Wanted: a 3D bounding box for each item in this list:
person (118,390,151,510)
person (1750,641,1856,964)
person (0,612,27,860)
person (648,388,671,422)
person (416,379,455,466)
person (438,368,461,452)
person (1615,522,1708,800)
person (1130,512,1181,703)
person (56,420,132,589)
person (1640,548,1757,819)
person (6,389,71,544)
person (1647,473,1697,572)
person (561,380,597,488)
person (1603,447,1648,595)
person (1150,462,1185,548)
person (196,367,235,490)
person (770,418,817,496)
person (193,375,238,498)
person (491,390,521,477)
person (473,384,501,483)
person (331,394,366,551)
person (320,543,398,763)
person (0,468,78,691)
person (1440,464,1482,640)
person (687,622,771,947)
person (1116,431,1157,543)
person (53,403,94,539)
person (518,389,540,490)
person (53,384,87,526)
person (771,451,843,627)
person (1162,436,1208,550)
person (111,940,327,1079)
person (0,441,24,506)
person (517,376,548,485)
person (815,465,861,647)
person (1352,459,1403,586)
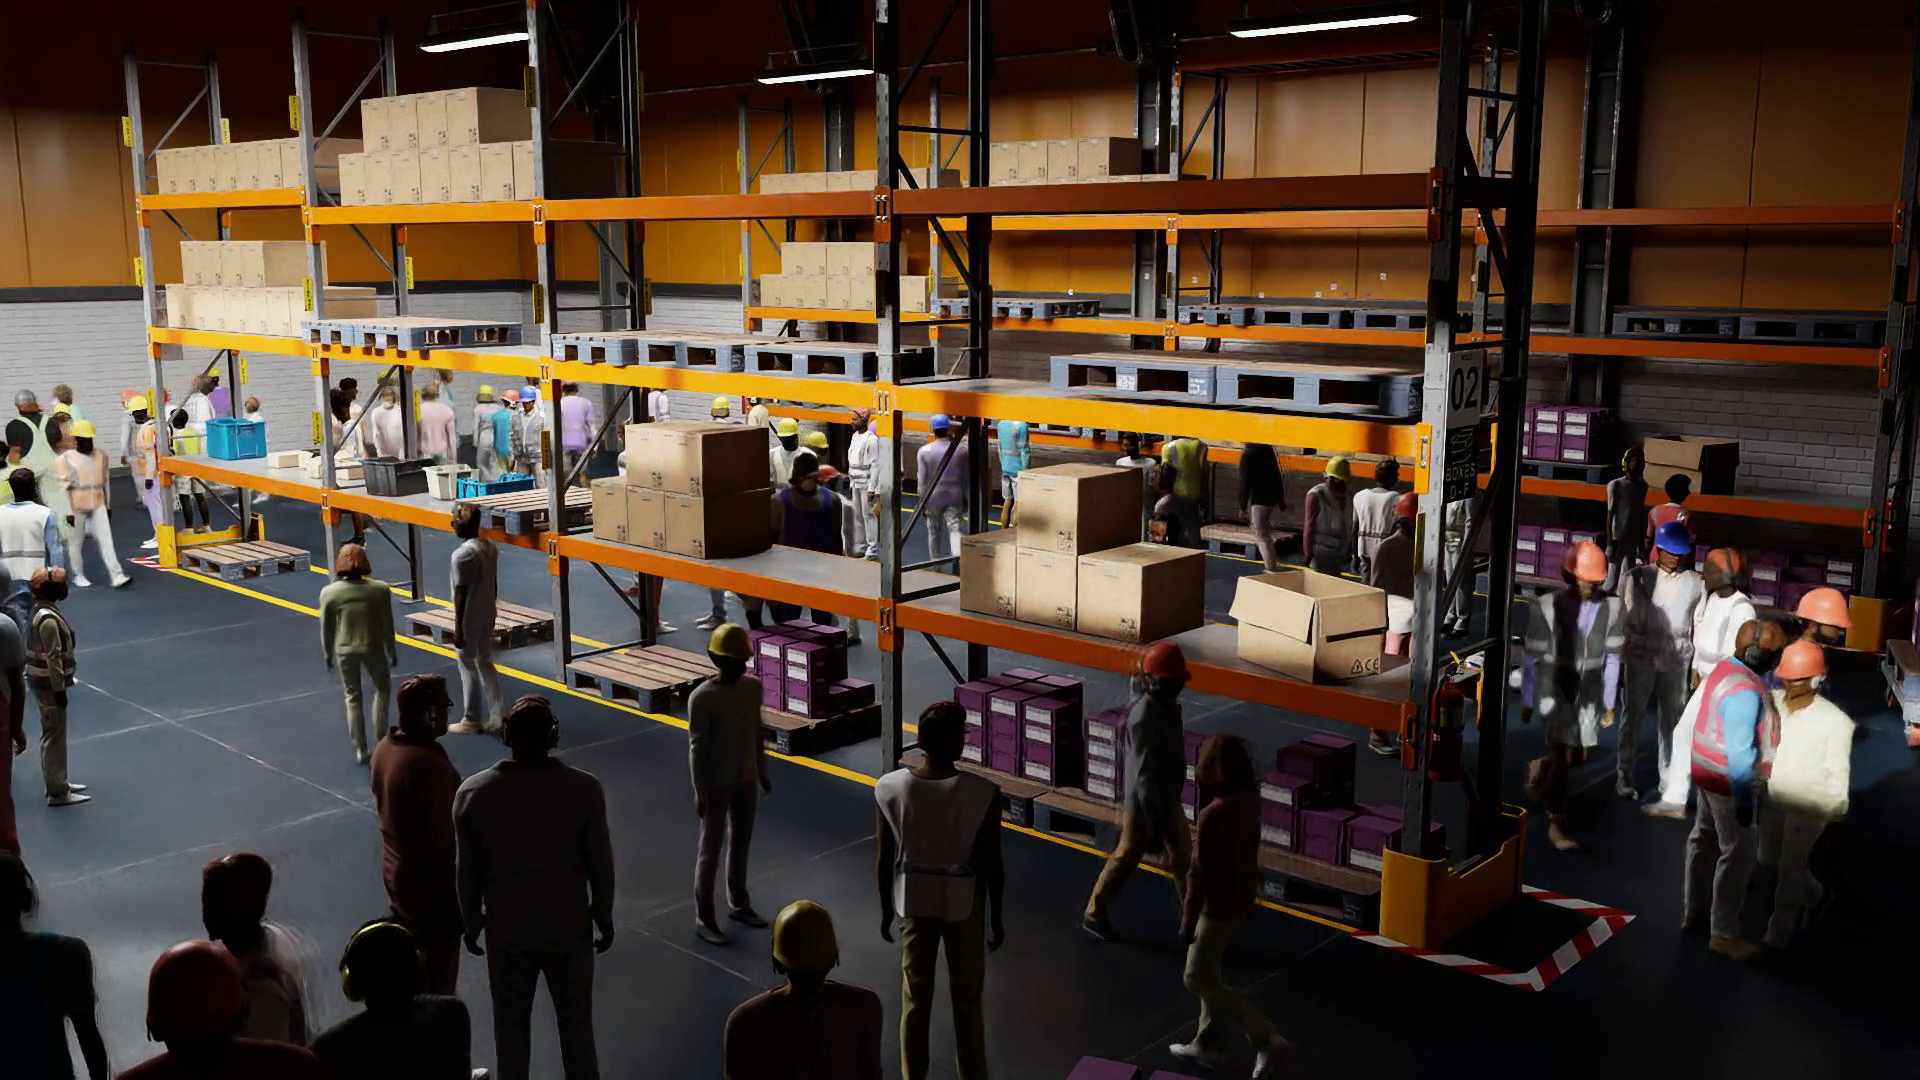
[{"bbox_3d":[-11.830,-1.283,23.798,0.559,1.729,0.596,1,10,7],"label":"person"},{"bbox_3d":[4.477,1.362,8.854,0.709,1.729,0.571,-5,11,-24],"label":"person"},{"bbox_3d":[-5.755,1.083,9.566,0.688,2.000,0.536,-4,11,-22],"label":"person"},{"bbox_3d":[-4.466,-1.590,24.980,0.378,1.932,0.551,-8,13,-37],"label":"person"},{"bbox_3d":[-7.584,-1.387,24.042,0.697,1.868,0.812,-9,13,-40],"label":"person"},{"bbox_3d":[-8.399,-1.948,27.305,0.496,1.825,0.533,-2,10,-12],"label":"person"},{"bbox_3d":[4.763,0.824,11.331,0.604,1.939,0.416,1,10,6],"label":"person"},{"bbox_3d":[1.482,0.699,12.343,0.429,1.833,0.630,-9,14,-42],"label":"person"},{"bbox_3d":[-9.550,-0.374,18.259,0.976,1.871,0.615,7,12,33],"label":"person"},{"bbox_3d":[4.815,0.971,10.737,0.807,1.854,0.579,0,10,0],"label":"person"},{"bbox_3d":[-11.658,-0.937,20.991,0.943,2.000,0.682,6,12,32],"label":"person"},{"bbox_3d":[6.577,0.229,15.362,0.320,1.699,0.532,-5,11,-25],"label":"person"},{"bbox_3d":[-5.437,-1.334,23.295,0.647,2.020,0.481,-4,11,-23],"label":"person"},{"bbox_3d":[6.411,0.032,15.989,0.520,1.874,0.332,-5,11,-26],"label":"person"},{"bbox_3d":[1.839,0.207,15.132,0.405,1.833,0.514,4,11,22],"label":"person"},{"bbox_3d":[-11.548,-1.734,25.857,0.588,1.919,0.401,-9,14,-43],"label":"person"},{"bbox_3d":[-1.845,-0.388,18.237,0.588,1.918,0.397,3,10,14],"label":"person"},{"bbox_3d":[-11.198,-1.550,24.972,0.794,1.848,0.596,-4,11,-23],"label":"person"},{"bbox_3d":[-6.417,-1.279,23.785,0.573,1.738,0.352,6,11,29],"label":"person"},{"bbox_3d":[-7.066,-1.464,24.869,0.508,1.725,0.362,-10,14,-44],"label":"person"},{"bbox_3d":[-7.585,-0.835,20.640,0.379,1.959,0.603,-2,10,-13],"label":"person"},{"bbox_3d":[-4.410,0.813,12.242,0.533,1.618,0.461,-2,10,-11],"label":"person"},{"bbox_3d":[-7.879,0.343,14.094,0.587,1.920,0.392,0,10,0],"label":"person"},{"bbox_3d":[4.794,0.045,16.026,0.404,1.833,0.590,0,10,-1],"label":"person"},{"bbox_3d":[-1.246,1.309,9.070,0.322,1.766,0.532,8,13,38],"label":"person"},{"bbox_3d":[1.852,-0.251,17.649,0.528,1.856,0.349,7,12,35],"label":"person"},{"bbox_3d":[-11.500,-0.881,21.453,0.522,1.767,0.316,-4,11,-22],"label":"person"},{"bbox_3d":[-6.531,-1.485,25.218,0.310,1.642,0.514,3,11,17],"label":"person"},{"bbox_3d":[-12.049,-1.153,22.553,0.638,1.937,0.417,8,13,37],"label":"person"},{"bbox_3d":[-1.314,0.235,14.362,0.690,2.000,0.538,-3,10,-17],"label":"person"},{"bbox_3d":[2.530,-0.510,18.920,0.585,1.918,0.382,-4,11,-21],"label":"person"},{"bbox_3d":[-1.993,2.012,4.495,0.607,1.987,0.414,-4,11,-22],"label":"person"},{"bbox_3d":[-10.526,-0.275,18.321,0.556,1.640,0.879,0,10,-3],"label":"person"},{"bbox_3d":[-6.662,-1.748,26.027,0.573,1.883,0.356,8,13,38],"label":"person"},{"bbox_3d":[-1.170,0.147,15.746,0.379,1.725,0.604,-6,12,-32],"label":"person"},{"bbox_3d":[3.847,0.178,15.234,0.571,1.843,0.373,9,13,41],"label":"person"}]
